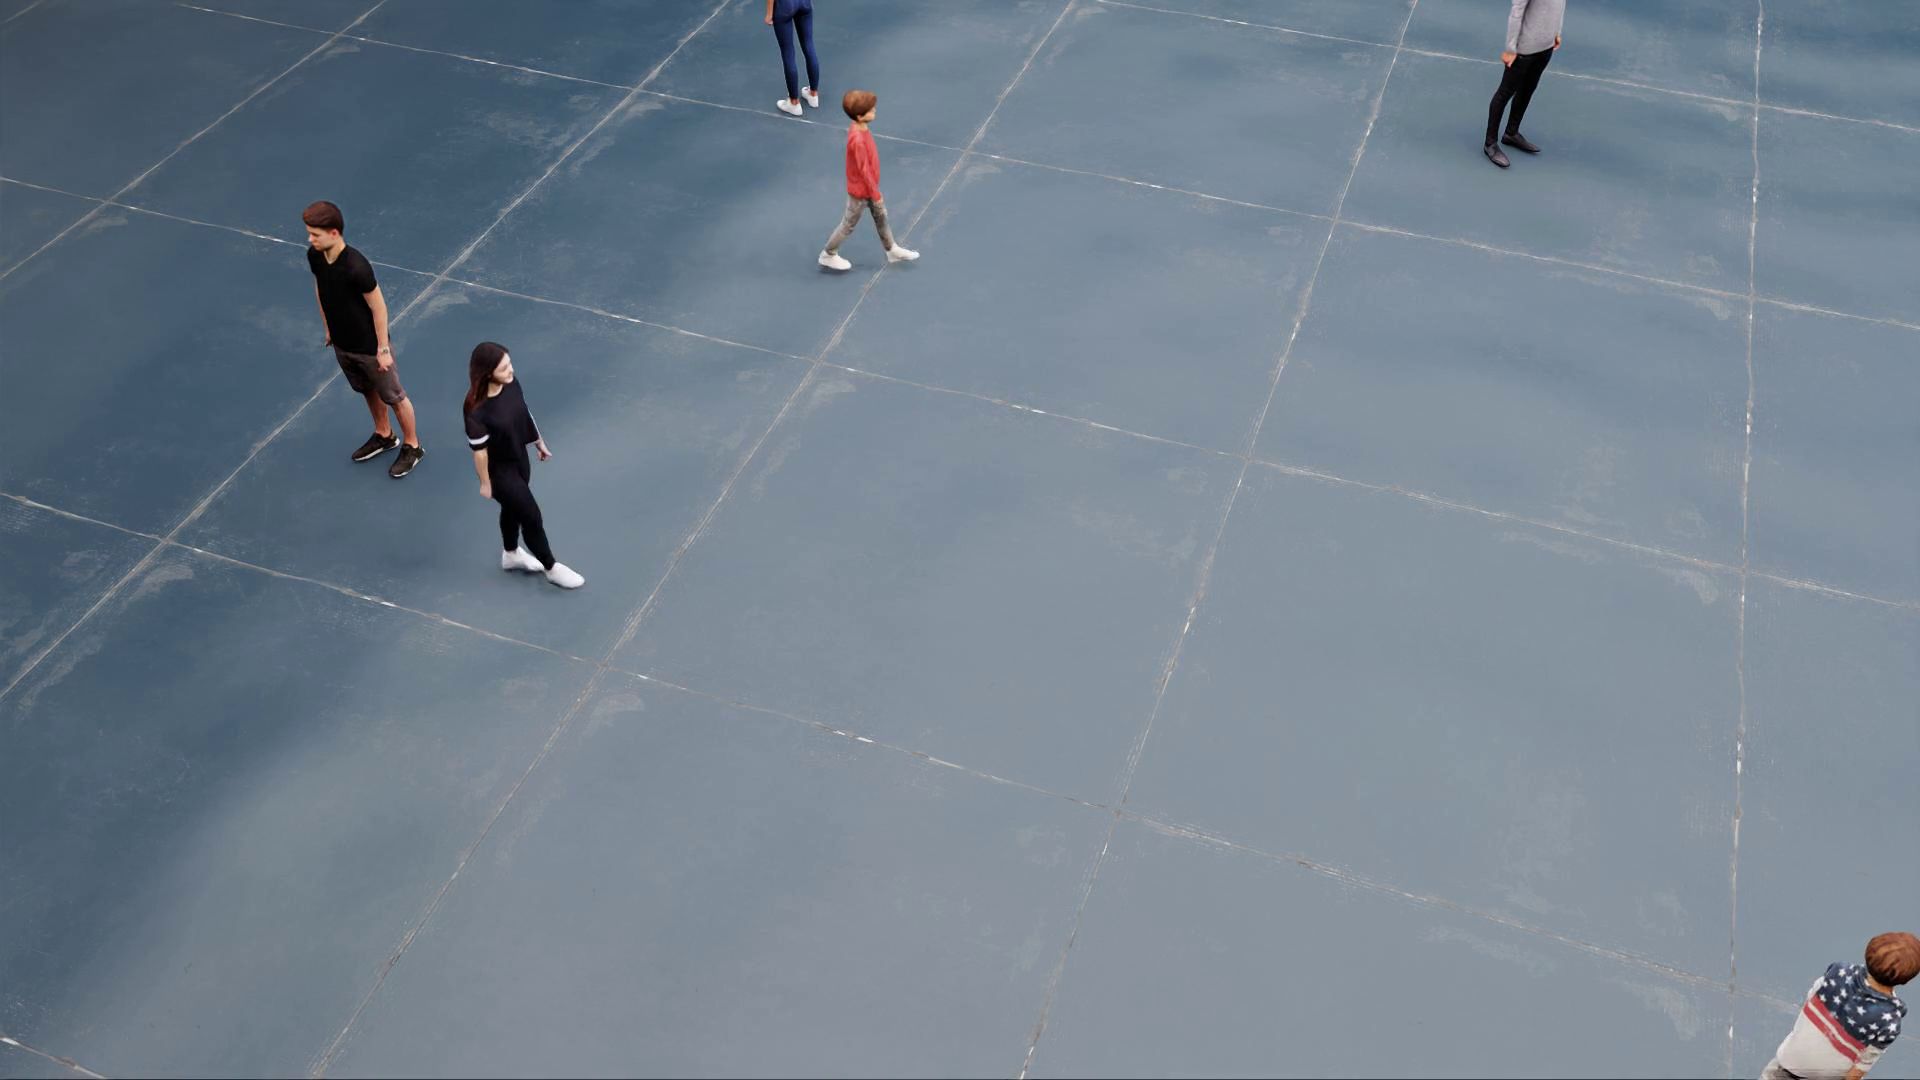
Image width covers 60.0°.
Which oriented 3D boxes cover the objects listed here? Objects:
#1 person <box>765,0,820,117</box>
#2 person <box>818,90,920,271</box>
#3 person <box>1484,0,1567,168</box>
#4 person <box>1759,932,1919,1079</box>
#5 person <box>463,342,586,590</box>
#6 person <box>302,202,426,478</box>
[{"bbox_3d":[-1.347,-4.278,13.352,0.669,1.775,0.688,-27,49,-26],"label":"person"},{"bbox_3d":[-0.764,-2.490,11.723,1.008,1.385,0.700,2,43,2],"label":"person"},{"bbox_3d":[4.397,-3.867,12.804,0.840,1.923,0.860,-24,48,-24],"label":"person"},{"bbox_3d":[3.489,2.110,6.785,0.979,1.402,0.940,-19,46,-19],"label":"person"},{"bbox_3d":[-2.609,-0.440,9.353,0.793,1.624,0.626,12,44,13],"label":"person"},{"bbox_3d":[-3.599,-1.222,10.017,0.581,1.861,0.792,23,48,22],"label":"person"}]
